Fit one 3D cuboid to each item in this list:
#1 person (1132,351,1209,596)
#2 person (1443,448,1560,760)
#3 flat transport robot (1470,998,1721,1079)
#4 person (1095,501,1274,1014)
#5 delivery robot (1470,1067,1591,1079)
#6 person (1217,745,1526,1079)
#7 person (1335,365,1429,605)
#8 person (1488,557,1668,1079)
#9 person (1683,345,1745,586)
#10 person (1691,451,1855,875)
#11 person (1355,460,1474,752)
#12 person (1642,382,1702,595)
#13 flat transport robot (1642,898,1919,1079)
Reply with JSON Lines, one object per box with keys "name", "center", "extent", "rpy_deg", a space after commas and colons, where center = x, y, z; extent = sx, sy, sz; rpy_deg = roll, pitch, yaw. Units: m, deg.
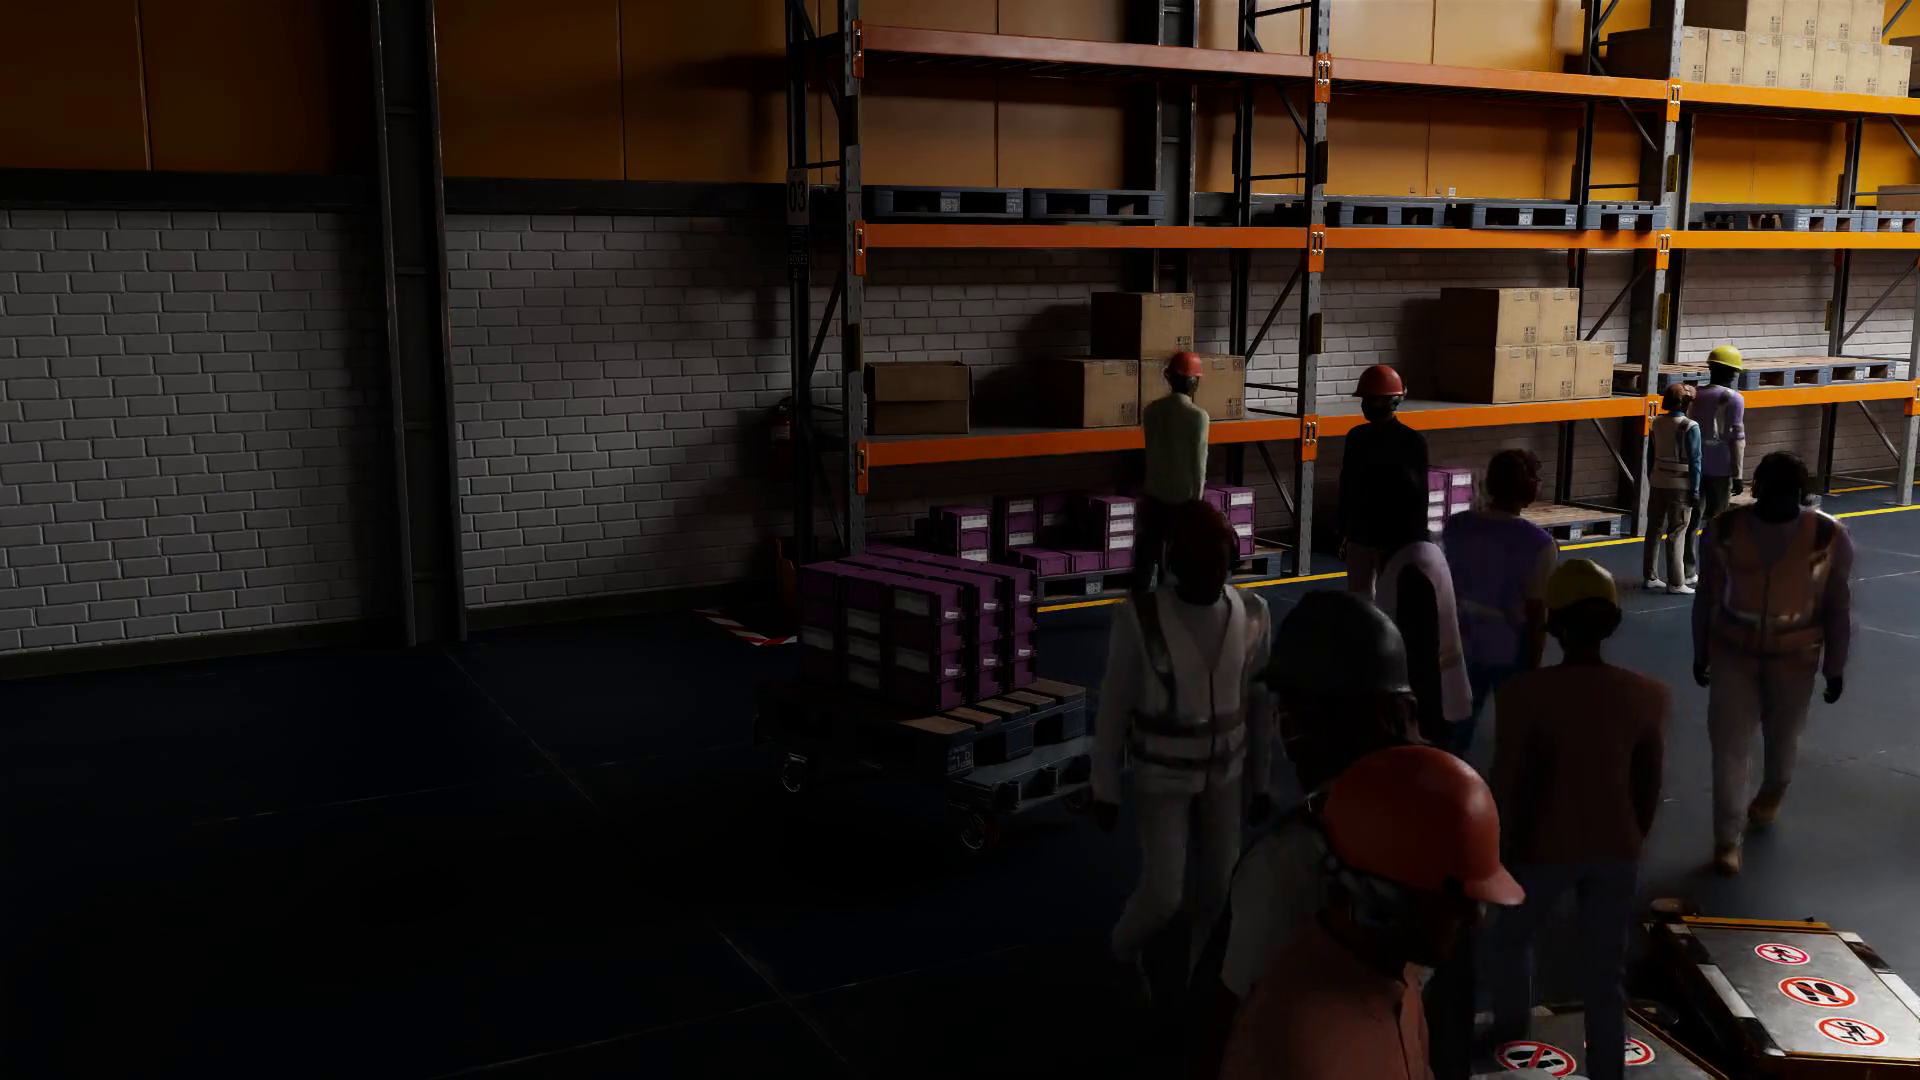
{"name": "person", "center": [1.564, -0.362, 11.797], "extent": [1.018, 1.938, 0.629], "rpy_deg": [-9, 13, -42]}
{"name": "person", "center": [2.266, 0.507, 7.175], "extent": [0.858, 1.820, 0.576], "rpy_deg": [-8, 12, -38]}
{"name": "flat transport robot", "center": [1.651, 1.658, 4.987], "extent": [1.431, 0.197, 0.652], "rpy_deg": [-2, 10, -13]}
{"name": "person", "center": [0.724, 0.771, 5.501], "extent": [0.621, 1.866, 0.529], "rpy_deg": [-3, 10, -19]}
{"name": "delivery robot", "center": [1.555, 1.604, 4.214], "extent": [0.477, 0.478, 0.707], "rpy_deg": [-3, 10, -16]}
{"name": "person", "center": [0.590, 1.240, 2.627], "extent": [1.061, 1.927, 0.639], "rpy_deg": [4, 11, 21]}
{"name": "person", "center": [2.429, -0.023, 9.707], "extent": [0.387, 1.992, 0.626], "rpy_deg": [-7, 12, -33]}
{"name": "person", "center": [1.823, 0.913, 5.044], "extent": [0.553, 1.743, 0.713], "rpy_deg": [0, 10, -1]}
{"name": "person", "center": [5.892, -0.560, 13.024], "extent": [0.386, 1.916, 0.585], "rpy_deg": [-4, 11, -23]}
{"name": "person", "center": [3.542, 0.491, 7.295], "extent": [0.632, 1.812, 0.888], "rpy_deg": [5, 11, 29]}
{"name": "person", "center": [1.588, 0.642, 6.174], "extent": [0.671, 1.887, 0.611], "rpy_deg": [3, 10, 16]}
{"name": "person", "center": [5.519, -0.396, 12.885], "extent": [0.307, 1.638, 0.515], "rpy_deg": [-4, 11, -21]}
{"name": "flat transport robot", "center": [2.813, 1.561, 5.549], "extent": [0.652, 0.197, 1.431], "rpy_deg": [1, 10, 7]}
